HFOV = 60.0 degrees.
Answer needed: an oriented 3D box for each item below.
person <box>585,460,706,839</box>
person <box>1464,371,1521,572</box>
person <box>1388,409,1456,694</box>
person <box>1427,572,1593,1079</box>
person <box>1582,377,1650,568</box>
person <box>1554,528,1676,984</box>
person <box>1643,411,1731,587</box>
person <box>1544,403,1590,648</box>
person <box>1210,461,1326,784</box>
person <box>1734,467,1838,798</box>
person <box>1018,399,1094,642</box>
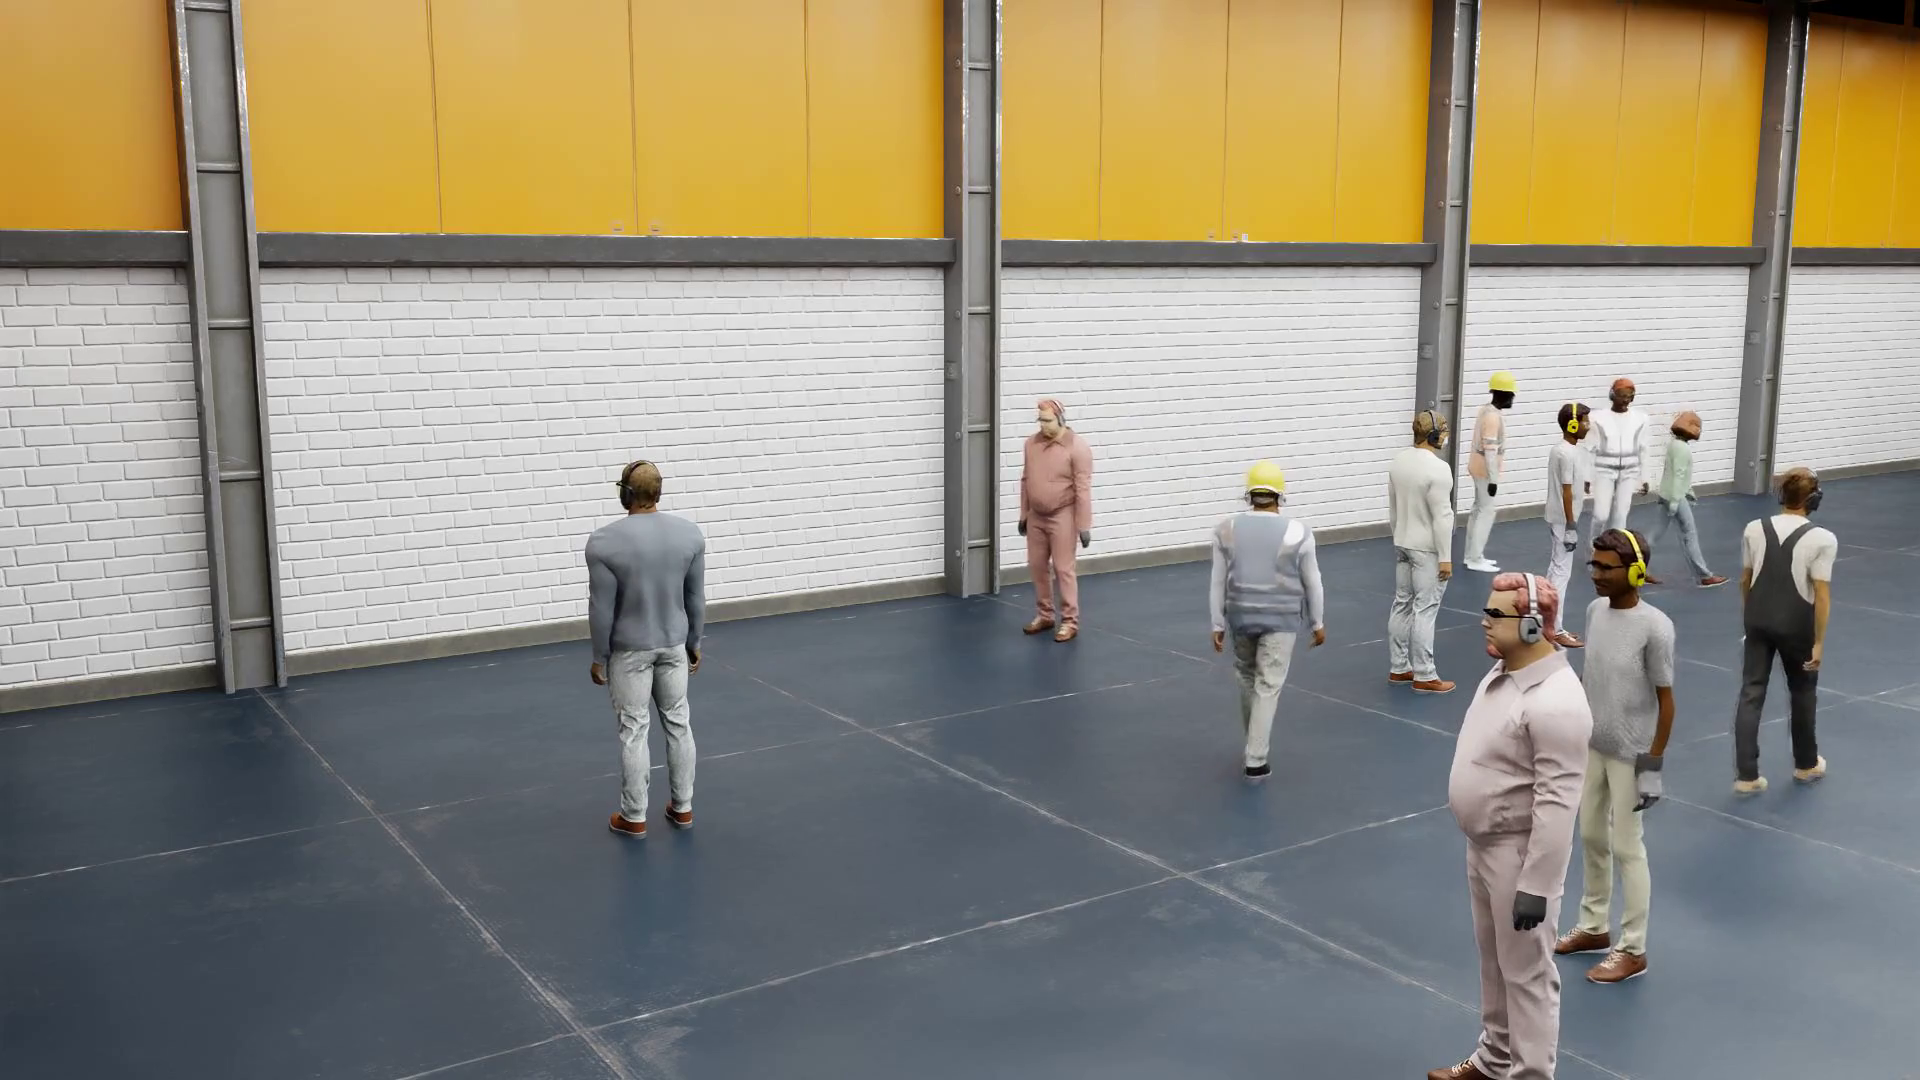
[{"bbox_3d":[-1.595,0.554,8.478,0.629,1.940,0.372,-6,11,-32],"label":"person"},{"bbox_3d":[5.070,-0.649,15.835,0.459,1.906,0.590,3,10,19],"label":"person"},{"bbox_3d":[3.155,0.077,11.351,0.373,1.940,0.629,-3,10,-19],"label":"person"},{"bbox_3d":[1.842,1.049,5.593,0.407,1.908,0.641,0,9,0],"label":"person"},{"bbox_3d":[6.173,-0.599,15.663,0.579,1.864,0.414,1,10,8],"label":"person"},{"bbox_3d":[2.667,0.871,6.792,0.310,1.865,0.533,-3,10,-16],"label":"person"},{"bbox_3d":[6.547,-0.362,15.025,0.809,1.593,0.501,1,10,8],"label":"person"},{"bbox_3d":[4.652,-0.118,12.735,0.328,1.871,0.510,2,10,11],"label":"person"},{"bbox_3d":[1.788,0.442,9.559,0.612,1.791,0.864,5,11,27],"label":"person"},{"bbox_3d":[4.587,0.493,9.213,0.868,1.806,0.533,-9,13,-42],"label":"person"},{"bbox_3d":[0.757,-0.160,12.942,0.676,1.886,0.442,8,13,41],"label":"person"}]
